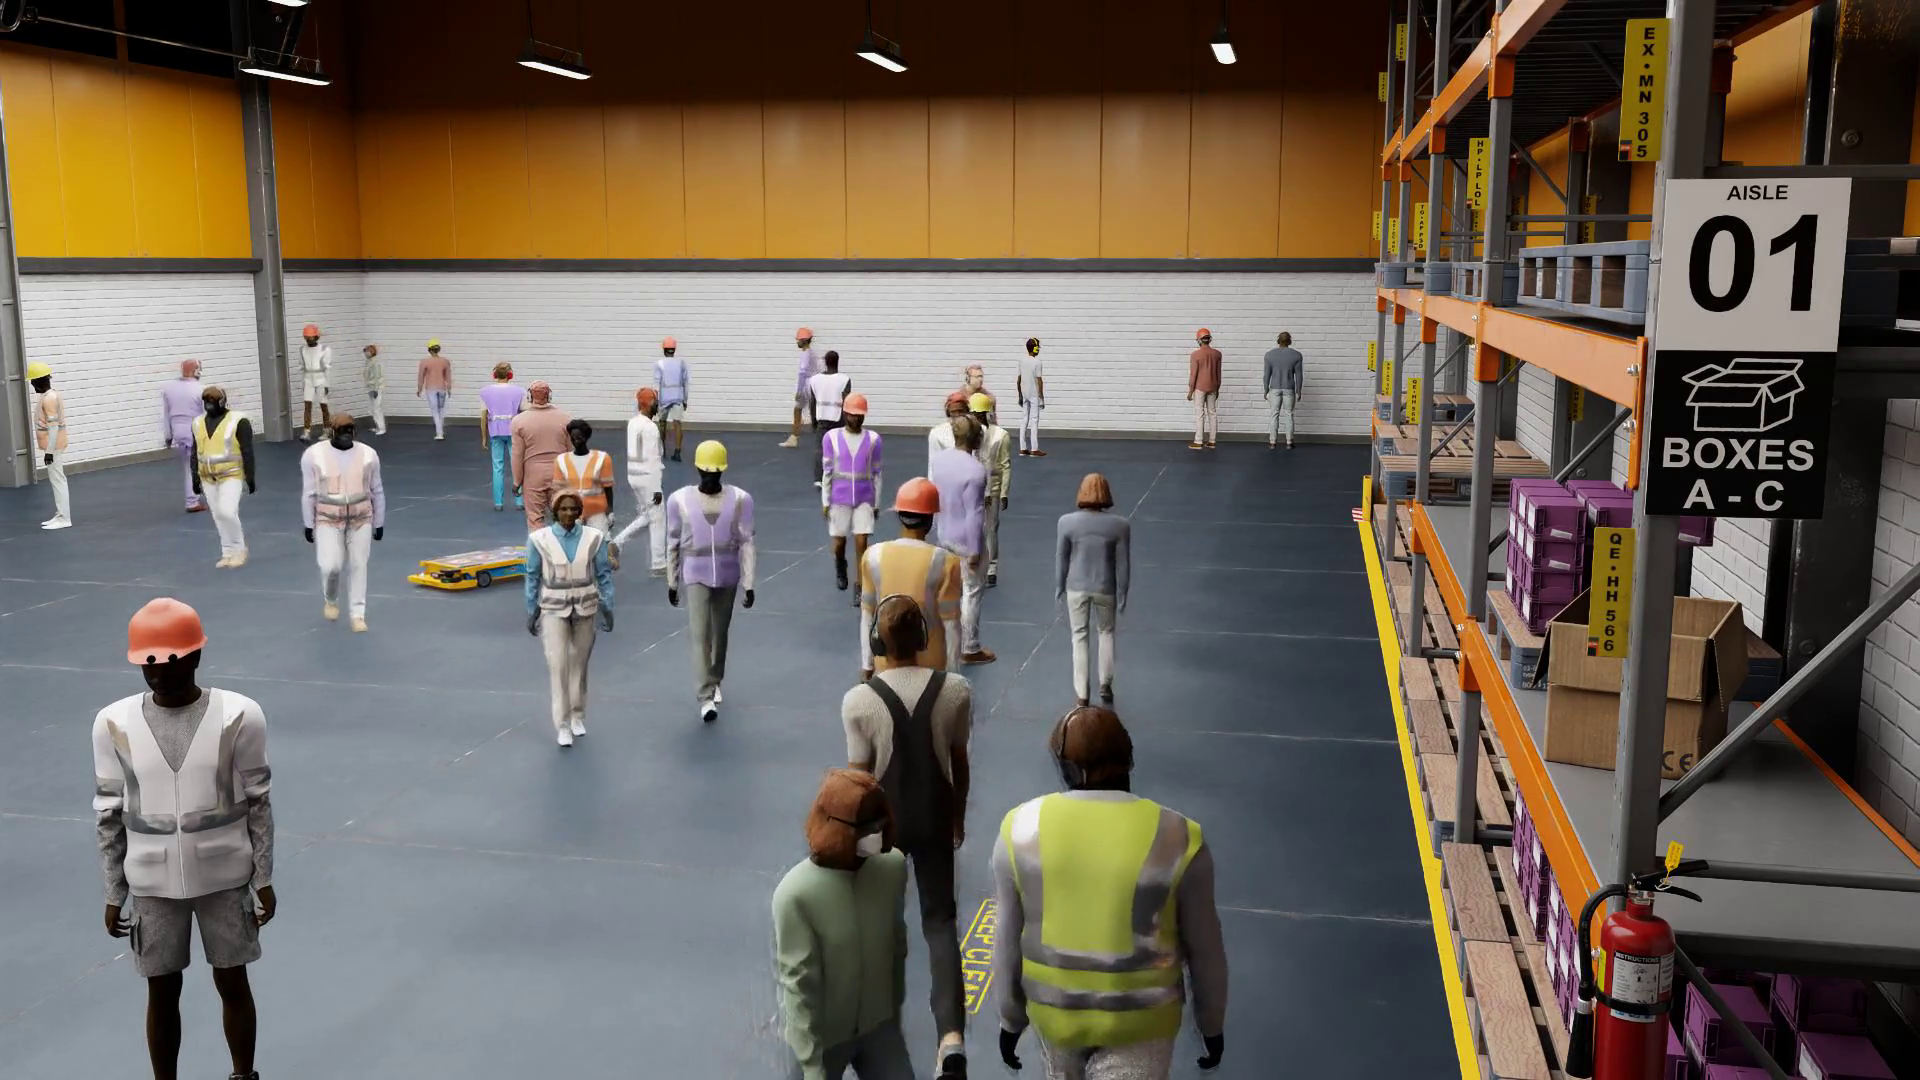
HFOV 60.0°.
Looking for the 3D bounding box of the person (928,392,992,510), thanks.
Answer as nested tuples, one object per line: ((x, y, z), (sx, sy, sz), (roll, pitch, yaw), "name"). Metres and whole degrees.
((0.012, -0.420, 15.267), (0.599, 1.864, 0.652), (-1, 9, -6), "person")

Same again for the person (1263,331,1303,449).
((5.301, -2.456, 27.318), (0.637, 1.938, 0.357), (2, 10, 12), "person")

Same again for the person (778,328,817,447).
((-2.471, -2.504, 27.462), (1.028, 2.001, 0.627), (0, 9, 0), "person")

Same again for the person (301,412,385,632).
((-5.088, -0.151, 13.758), (0.656, 1.828, 0.468), (-5, 11, -30), "person")

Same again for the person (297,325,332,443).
((-11.006, -2.649, 28.308), (0.608, 1.998, 0.969), (0, 9, 0), "person")

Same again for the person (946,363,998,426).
((0.176, -1.075, 19.118), (0.658, 1.912, 0.402), (-6, 11, -32), "person")

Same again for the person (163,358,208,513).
((-9.377, -1.289, 20.452), (0.663, 1.881, 0.663), (2, 10, 14), "person")

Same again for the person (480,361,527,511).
((-5.583, -1.265, 20.425), (0.571, 1.843, 0.373), (-2, 10, -11), "person")

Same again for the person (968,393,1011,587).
((0.181, -0.468, 15.653), (0.592, 1.834, 0.404), (3, 10, 16), "person")

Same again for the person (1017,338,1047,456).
((1.130, -2.256, 26.322), (0.535, 1.868, 0.309), (9, 13, 44), "person")

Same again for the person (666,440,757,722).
((-1.658, 0.257, 11.195), (0.589, 1.860, 1.001), (-3, 10, -15), "person")

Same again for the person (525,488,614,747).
((-2.438, 0.489, 10.508), (0.540, 1.614, 0.674), (-4, 10, -25), "person")

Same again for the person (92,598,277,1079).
((-2.612, 1.144, 5.631), (0.552, 1.935, 0.360), (-3, 10, -17), "person")

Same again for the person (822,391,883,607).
((-0.961, -0.382, 14.867), (0.551, 1.920, 0.643), (-1, 10, -7), "person")

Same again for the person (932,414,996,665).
((-0.046, 0.014, 12.474), (0.622, 1.926, 0.632), (-6, 11, -33), "person")

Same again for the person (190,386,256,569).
((-7.350, -0.611, 16.522), (0.650, 1.829, 0.506), (2, 10, 10), "person")

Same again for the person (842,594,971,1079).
((-0.181, 1.108, 6.242), (0.503, 1.822, 0.874), (-2, 10, -11), "person")

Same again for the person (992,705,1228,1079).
((0.454, 1.352, 4.851), (0.655, 1.772, 0.956), (3, 10, 19), "person")

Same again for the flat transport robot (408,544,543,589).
((-4.520, 0.248, 16.039), (0.652, 0.197, 1.431), (7, 12, 37), "flat transport robot")

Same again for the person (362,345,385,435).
((-10.414, -2.667, 29.572), (0.406, 1.605, 0.598), (-7, 12, -37), "person")

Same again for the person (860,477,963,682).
((-0.259, 0.635, 8.739), (0.560, 1.923, 0.507), (3, 10, 15), "person")

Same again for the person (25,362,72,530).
((-10.445, -1.078, 19.080), (0.380, 1.917, 0.586), (-5, 11, -26), "person")

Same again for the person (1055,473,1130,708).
((0.902, 0.349, 11.389), (0.505, 1.615, 0.439), (0, 9, 2), "person")

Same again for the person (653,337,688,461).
((-4.525, -2.196, 25.862), (0.573, 1.893, 0.968), (-4, 10, -24), "person")

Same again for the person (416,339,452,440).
((-9.122, -2.604, 28.796), (0.541, 1.737, 0.772), (-7, 12, -37), "person")

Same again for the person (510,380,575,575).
((-4.078, -0.607, 16.272), (0.639, 1.910, 0.407), (-5, 11, -29), "person")

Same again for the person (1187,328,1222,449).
((4.007, -2.479, 27.315), (0.610, 1.986, 0.392), (-5, 10, -26), "person")

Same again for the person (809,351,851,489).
((-1.767, -1.630, 22.553), (0.606, 1.877, 0.984), (2, 10, 14), "person")

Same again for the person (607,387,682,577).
((-3.092, -0.549, 16.074), (0.636, 1.861, 0.609), (-6, 11, -31), "person")

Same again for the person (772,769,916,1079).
((-0.278, 1.451, 4.749), (0.496, 1.615, 0.570), (-7, 12, -38), "person")

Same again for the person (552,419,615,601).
((-3.321, -0.231, 14.673), (0.548, 1.681, 0.358), (0, 9, -2), "person")
